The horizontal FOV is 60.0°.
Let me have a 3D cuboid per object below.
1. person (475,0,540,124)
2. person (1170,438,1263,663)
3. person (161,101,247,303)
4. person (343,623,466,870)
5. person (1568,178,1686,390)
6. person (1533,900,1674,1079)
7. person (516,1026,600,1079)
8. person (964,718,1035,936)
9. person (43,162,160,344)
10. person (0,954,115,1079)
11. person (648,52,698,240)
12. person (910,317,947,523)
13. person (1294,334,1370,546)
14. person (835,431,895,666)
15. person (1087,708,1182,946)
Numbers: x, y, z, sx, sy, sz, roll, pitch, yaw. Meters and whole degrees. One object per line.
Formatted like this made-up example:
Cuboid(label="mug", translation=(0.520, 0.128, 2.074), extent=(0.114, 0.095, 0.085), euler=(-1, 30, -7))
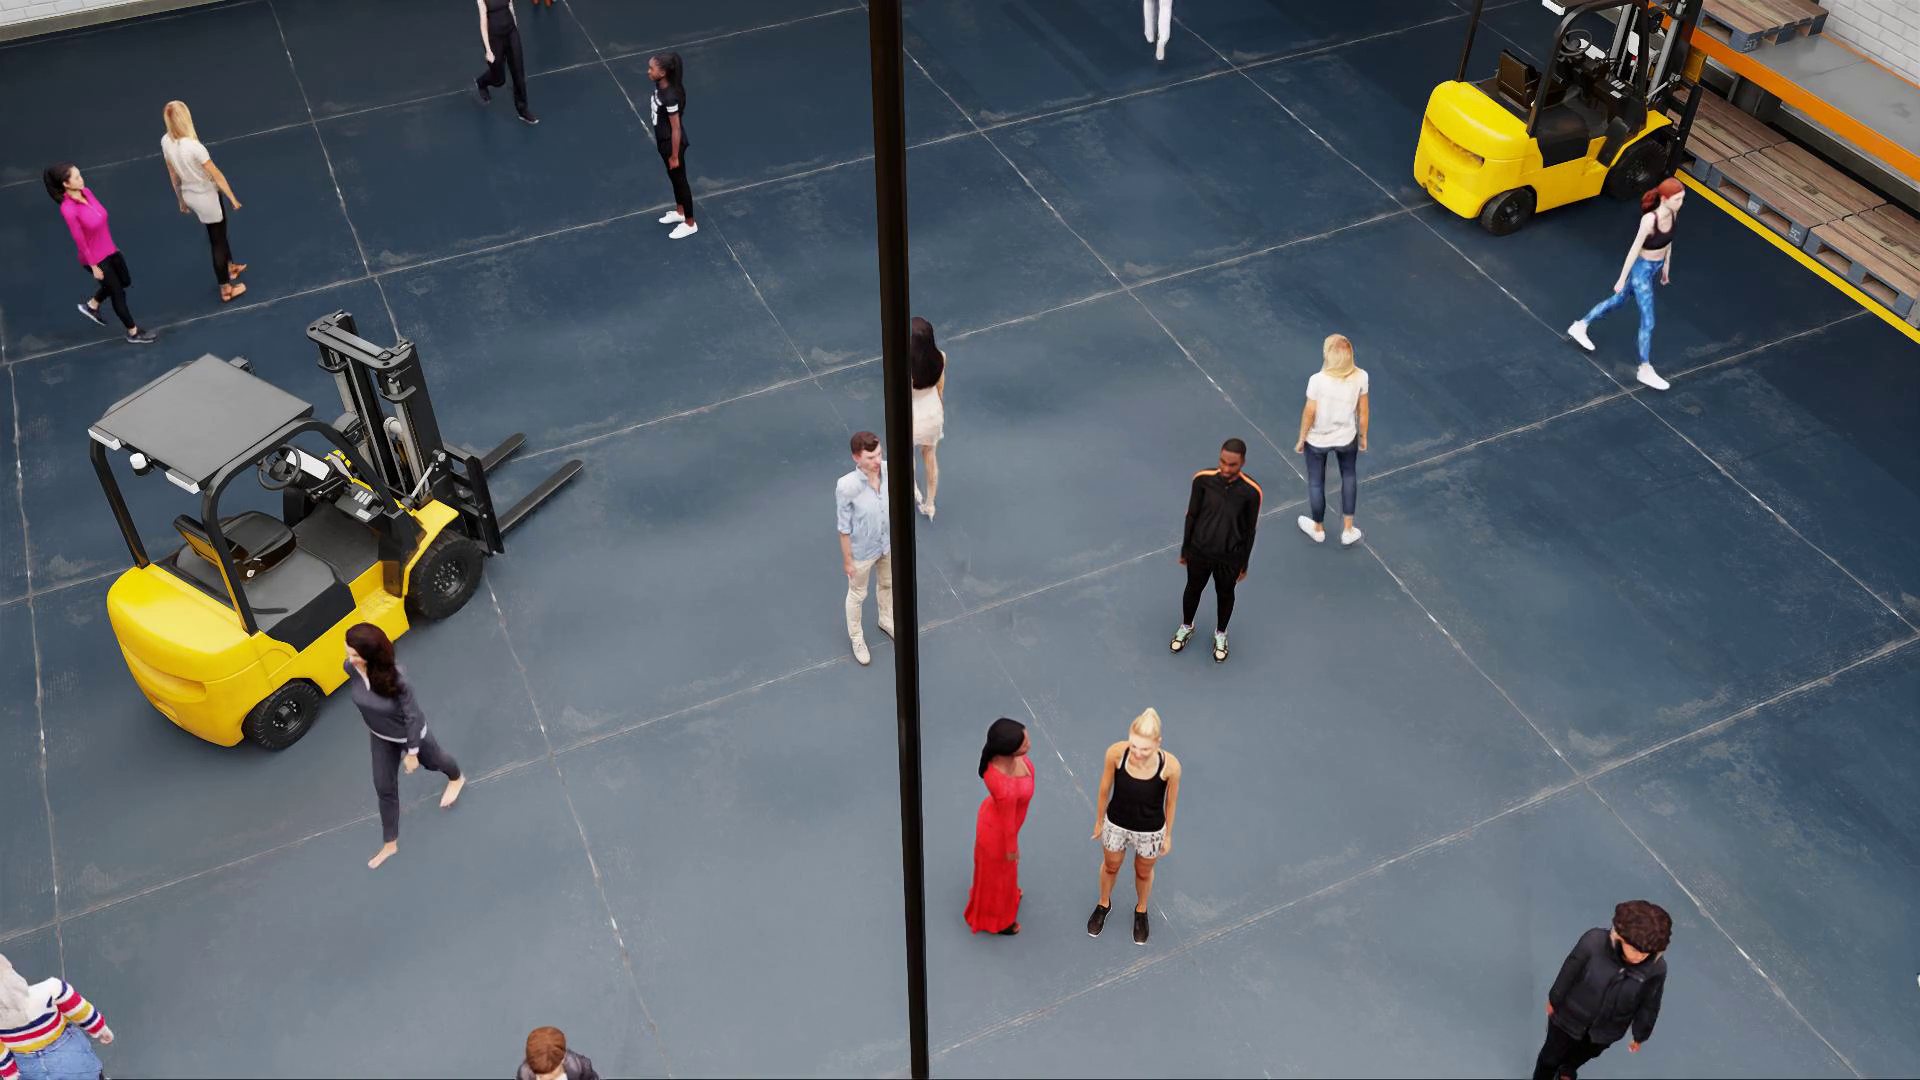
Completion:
Cuboid(label="person", translation=(-4.533, -4.913, 16.208), extent=(1.082, 1.727, 0.872), euler=(28, 50, 26))
Cuboid(label="person", translation=(1.694, 0.049, 10.940), extent=(0.693, 1.808, 0.743), euler=(12, 45, 13))
Cuboid(label="person", translation=(-6.374, -2.771, 13.899), extent=(0.805, 1.812, 0.865), euler=(15, 46, 15))
Cuboid(label="person", translation=(-3.286, 1.085, 9.918), extent=(1.038, 1.718, 1.146), euler=(11, 45, 11))
Cuboid(label="person", translation=(5.363, -2.123, 13.279), extent=(0.805, 1.737, 1.254), euler=(-30, 51, -27))
Cuboid(label="person", translation=(3.262, 2.351, 8.556), extent=(0.819, 1.765, 0.875), euler=(10, 45, 11))
Cuboid(label="person", translation=(-1.957, 2.813, 8.331), extent=(0.776, 1.407, 1.037), euler=(-2, 44, -3))
Cuboid(label="person", translation=(0.219, 1.602, 9.333), extent=(0.799, 1.788, 0.687), euler=(0, 44, 0))
Cuboid(label="person", translation=(-7.080, -2.304, 13.509), extent=(0.848, 1.684, 0.883), euler=(0, 44, 0))
Cuboid(label="person", translation=(-4.471, 2.653, 8.226), extent=(0.693, 1.782, 1.099), euler=(-15, 46, -16))
Cuboid(label="person", translation=(-2.557, -3.508, 14.732), extent=(0.659, 1.729, 0.504), euler=(-17, 46, -17))
Cuboid(label="person", translation=(-0.231, -0.803, 11.898), extent=(0.576, 1.722, 0.613), euler=(-20, 47, -20))
Cuboid(label="person", translation=(2.648, -0.680, 11.714), extent=(0.807, 1.797, 0.761), euler=(1, 44, 1))
Cuboid(label="person", translation=(-0.580, 0.017, 10.946), extent=(0.681, 1.848, 0.599), euler=(-25, 49, -24))
Cuboid(label="person", translation=(0.977, 1.580, 9.307), extent=(0.684, 1.846, 0.723), euler=(9, 44, 10))
